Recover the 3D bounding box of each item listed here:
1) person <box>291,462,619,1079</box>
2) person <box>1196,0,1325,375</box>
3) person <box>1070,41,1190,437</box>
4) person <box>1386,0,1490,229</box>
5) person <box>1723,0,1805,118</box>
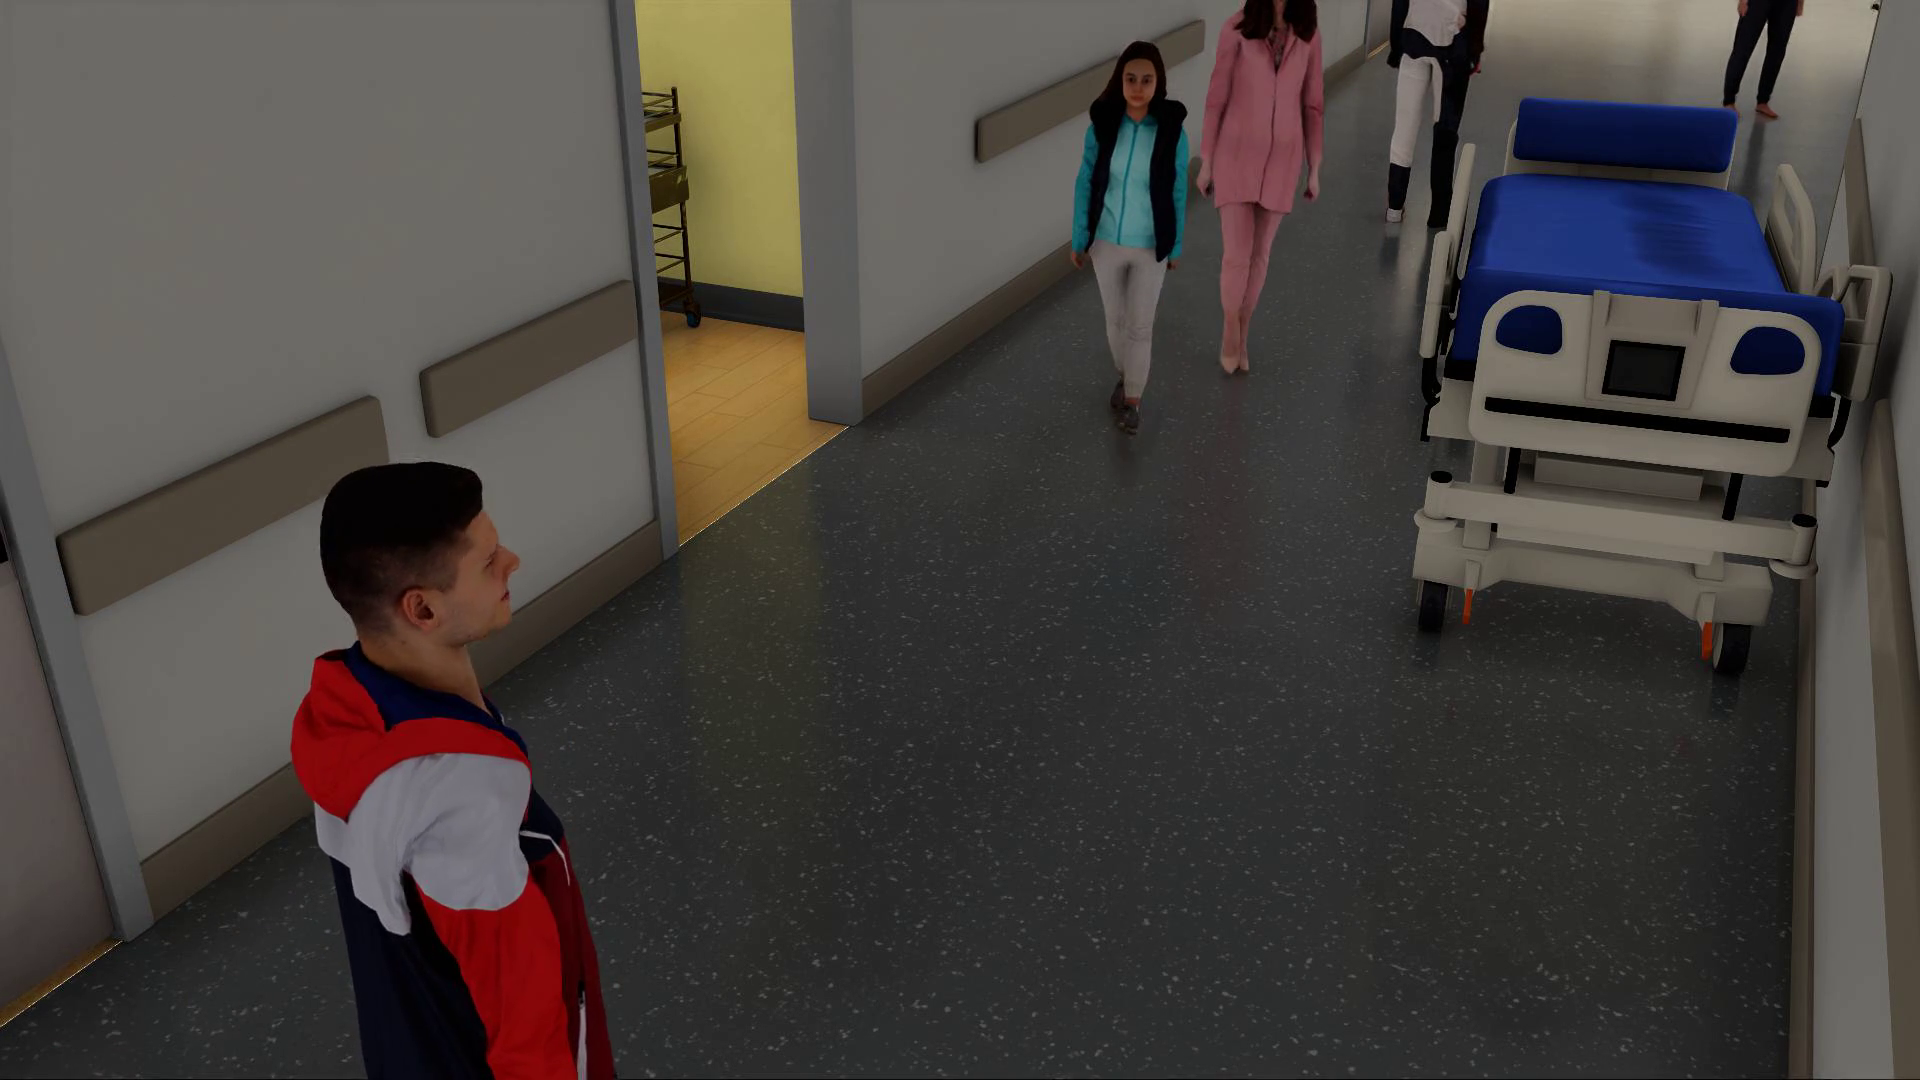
[{"bbox_3d":[-0.638,0.716,2.226,0.792,1.758,0.679,-17,31,-31],"label":"person"},{"bbox_3d":[1.225,-1.581,6.957,0.737,1.786,0.827,-3,26,-7],"label":"person"},{"bbox_3d":[0.672,-1.187,6.503,0.860,1.471,0.700,8,27,16],"label":"person"},{"bbox_3d":[2.608,-2.689,9.132,0.581,1.893,0.778,17,30,31],"label":"person"},{"bbox_3d":[5.798,-3.913,11.864,0.629,1.724,0.764,-1,26,-2],"label":"person"}]
